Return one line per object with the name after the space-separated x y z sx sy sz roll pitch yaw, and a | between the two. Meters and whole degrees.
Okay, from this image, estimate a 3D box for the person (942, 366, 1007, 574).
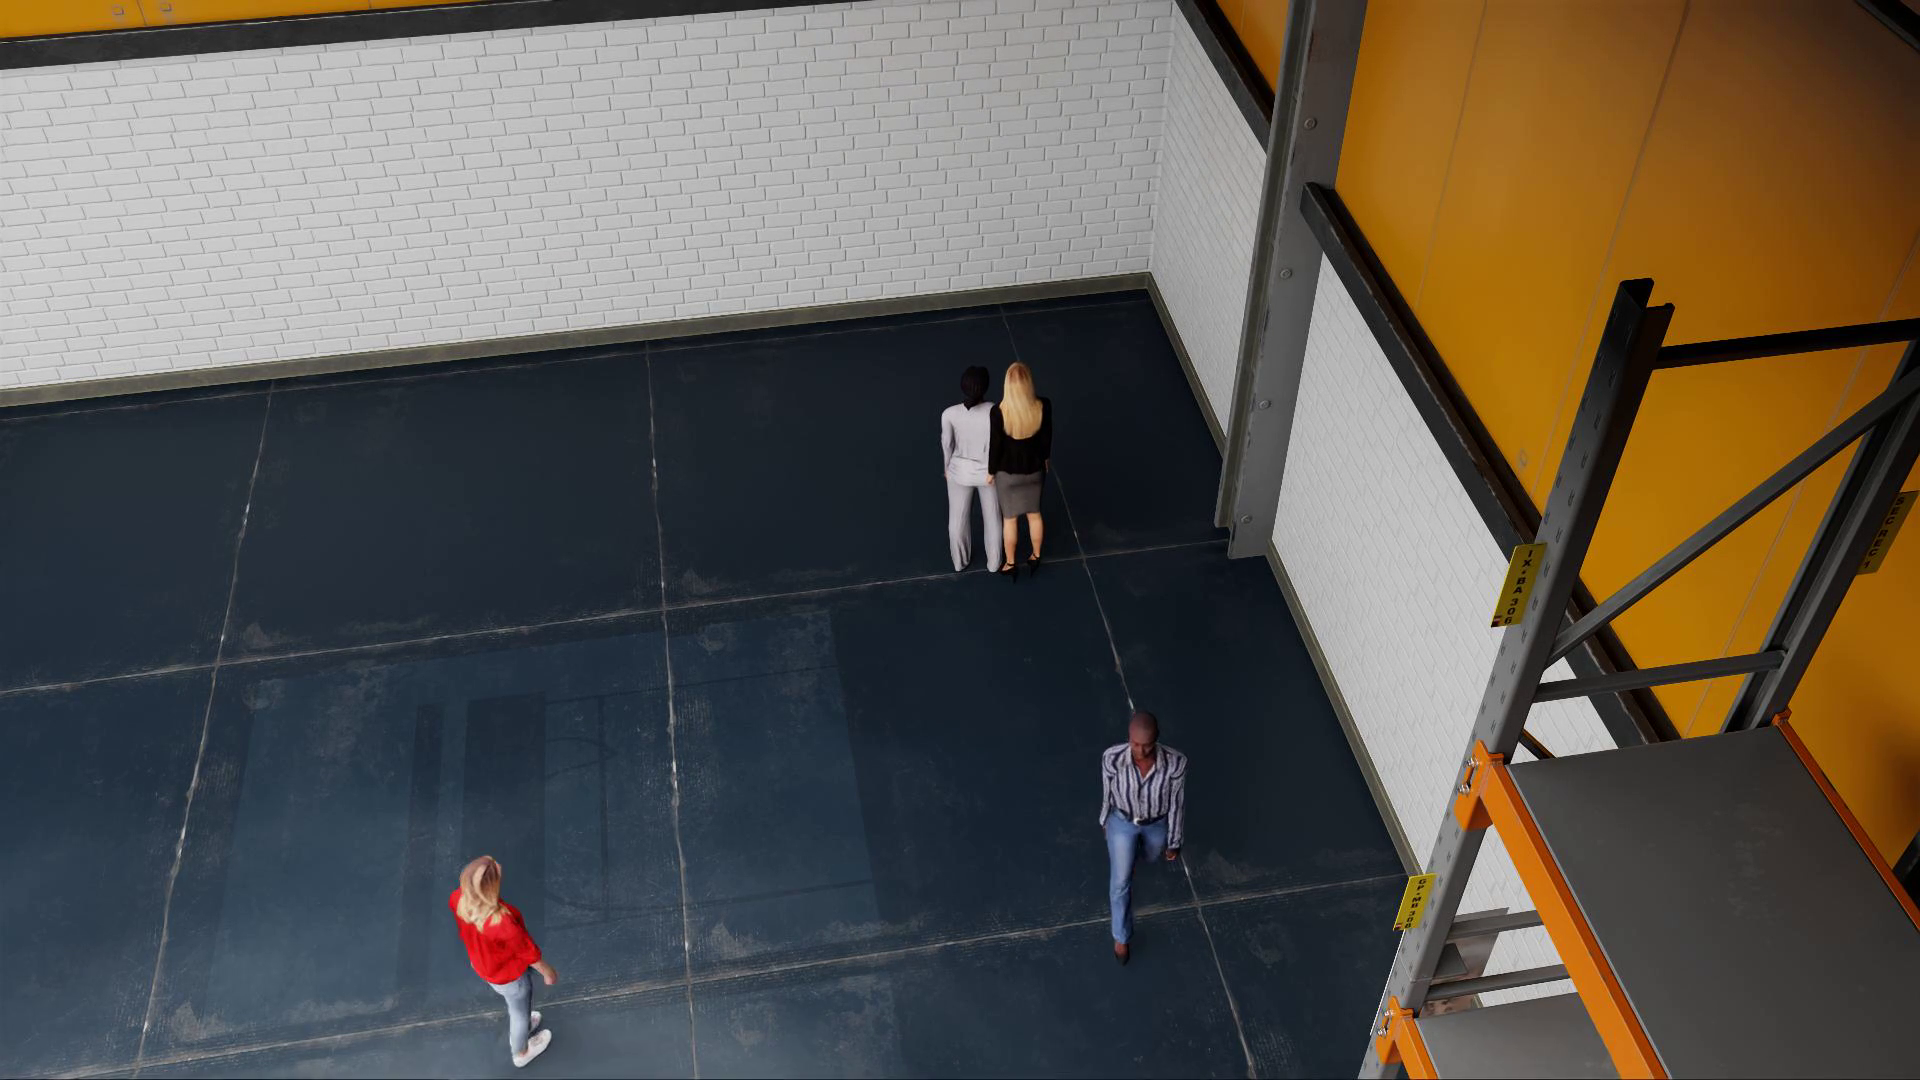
0.113 -0.470 11.347 0.674 1.737 0.621 2 44 2 | person

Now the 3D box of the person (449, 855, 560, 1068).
-2.388 2.240 8.534 0.726 1.693 0.786 25 49 24 | person

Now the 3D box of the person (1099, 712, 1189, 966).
1.001 1.522 9.235 0.762 1.765 1.129 1 44 1 | person

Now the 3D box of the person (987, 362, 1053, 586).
0.408 -0.438 11.237 0.628 1.841 0.583 -13 45 -13 | person
